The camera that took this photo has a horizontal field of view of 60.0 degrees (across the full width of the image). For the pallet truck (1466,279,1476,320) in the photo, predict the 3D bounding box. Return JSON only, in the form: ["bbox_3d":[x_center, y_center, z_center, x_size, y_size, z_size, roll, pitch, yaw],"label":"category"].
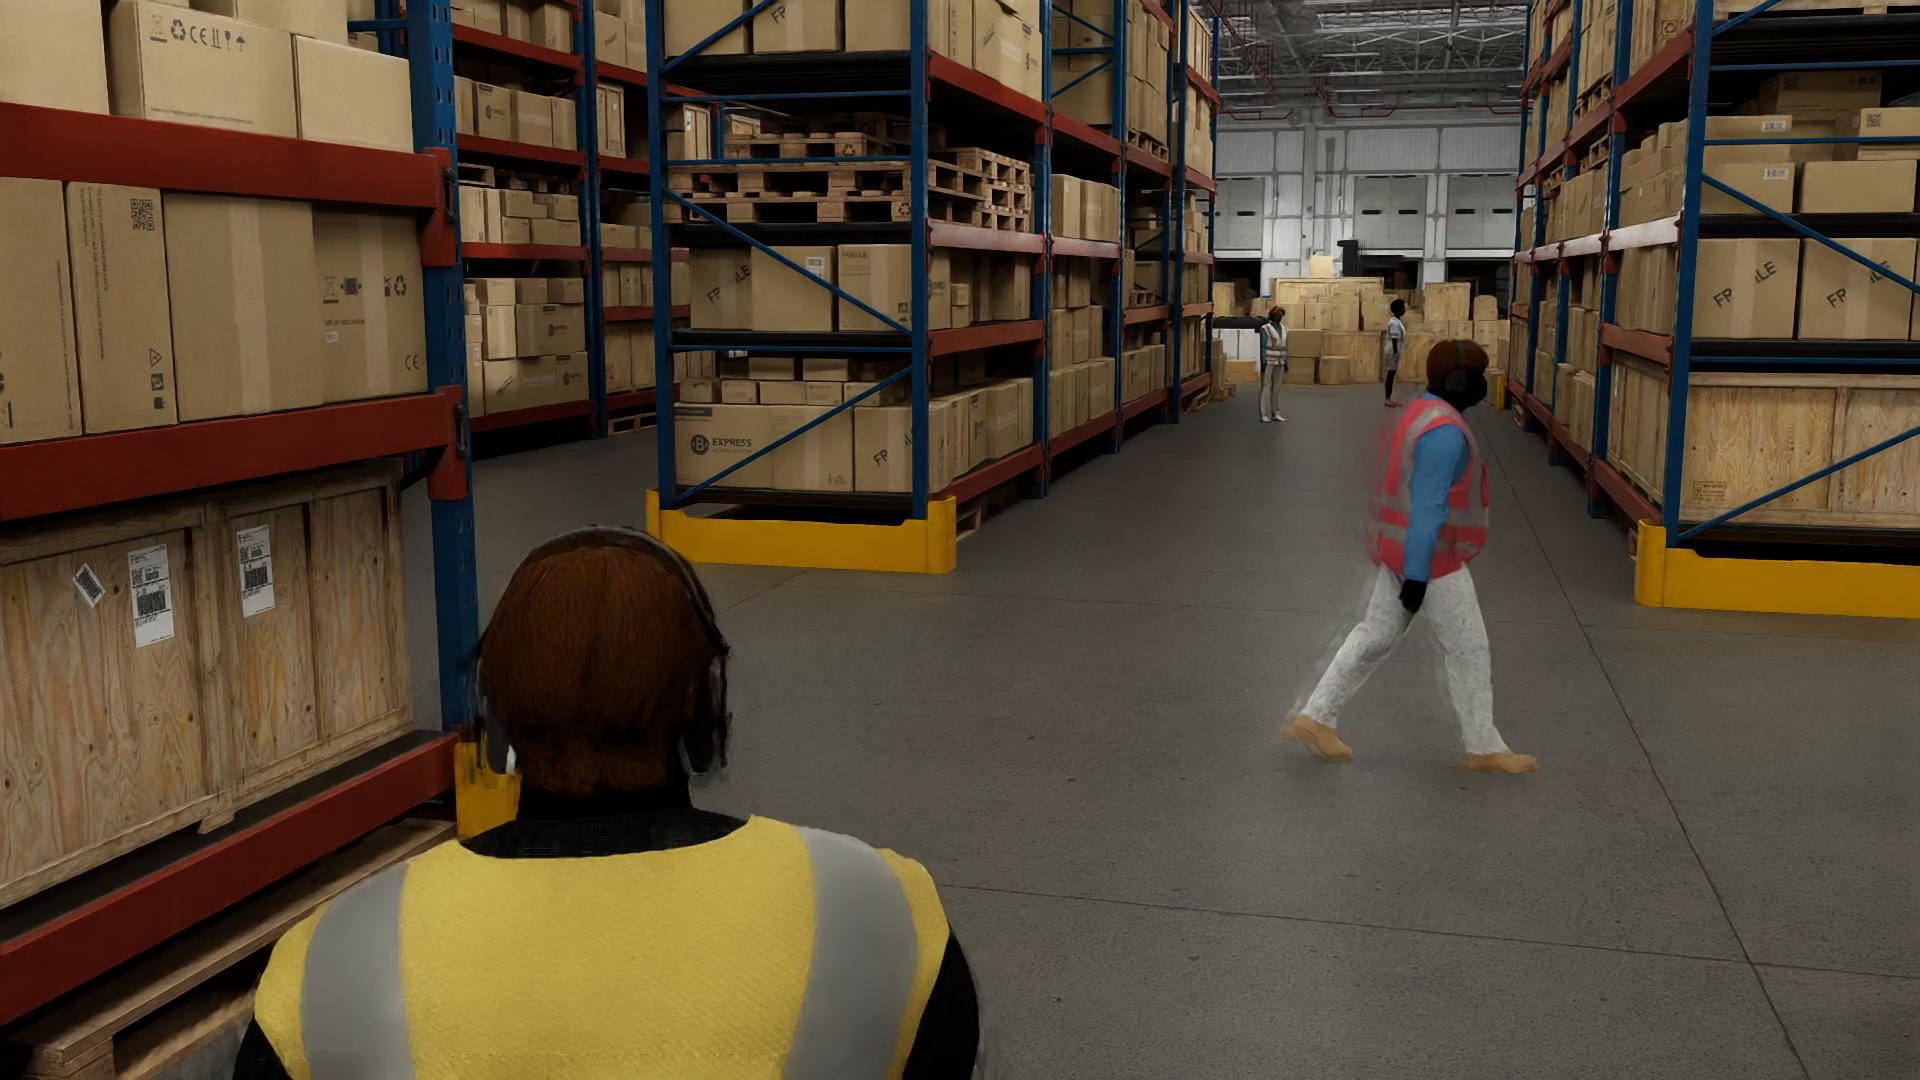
[{"bbox_3d":[18.896,-8.459,60.307,1.885,1.965,0.823,5,10,31],"label":"pallet truck"}]

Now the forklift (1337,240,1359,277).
[{"bbox_3d":[8.255,-4.985,35.441,1.873,2.768,1.129,2,9,15],"label":"forklift"}]

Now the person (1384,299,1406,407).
[{"bbox_3d":[6.857,-2.945,26.226,0.322,1.697,0.534,3,9,17],"label":"person"}]

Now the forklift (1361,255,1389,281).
[{"bbox_3d":[14.233,-8.404,57.165,1.129,2.768,1.873,-2,9,-13],"label":"forklift"}]

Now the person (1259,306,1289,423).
[{"bbox_3d":[4.416,-2.474,23.420,0.511,1.640,0.308,-6,11,-34],"label":"person"}]

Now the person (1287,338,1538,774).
[{"bbox_3d":[1.848,0.067,6.826,0.987,1.795,0.634,1,9,5],"label":"person"}]

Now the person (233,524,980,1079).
[{"bbox_3d":[-0.299,0.874,1.630,0.622,1.797,0.941,-1,9,-6],"label":"person"}]
